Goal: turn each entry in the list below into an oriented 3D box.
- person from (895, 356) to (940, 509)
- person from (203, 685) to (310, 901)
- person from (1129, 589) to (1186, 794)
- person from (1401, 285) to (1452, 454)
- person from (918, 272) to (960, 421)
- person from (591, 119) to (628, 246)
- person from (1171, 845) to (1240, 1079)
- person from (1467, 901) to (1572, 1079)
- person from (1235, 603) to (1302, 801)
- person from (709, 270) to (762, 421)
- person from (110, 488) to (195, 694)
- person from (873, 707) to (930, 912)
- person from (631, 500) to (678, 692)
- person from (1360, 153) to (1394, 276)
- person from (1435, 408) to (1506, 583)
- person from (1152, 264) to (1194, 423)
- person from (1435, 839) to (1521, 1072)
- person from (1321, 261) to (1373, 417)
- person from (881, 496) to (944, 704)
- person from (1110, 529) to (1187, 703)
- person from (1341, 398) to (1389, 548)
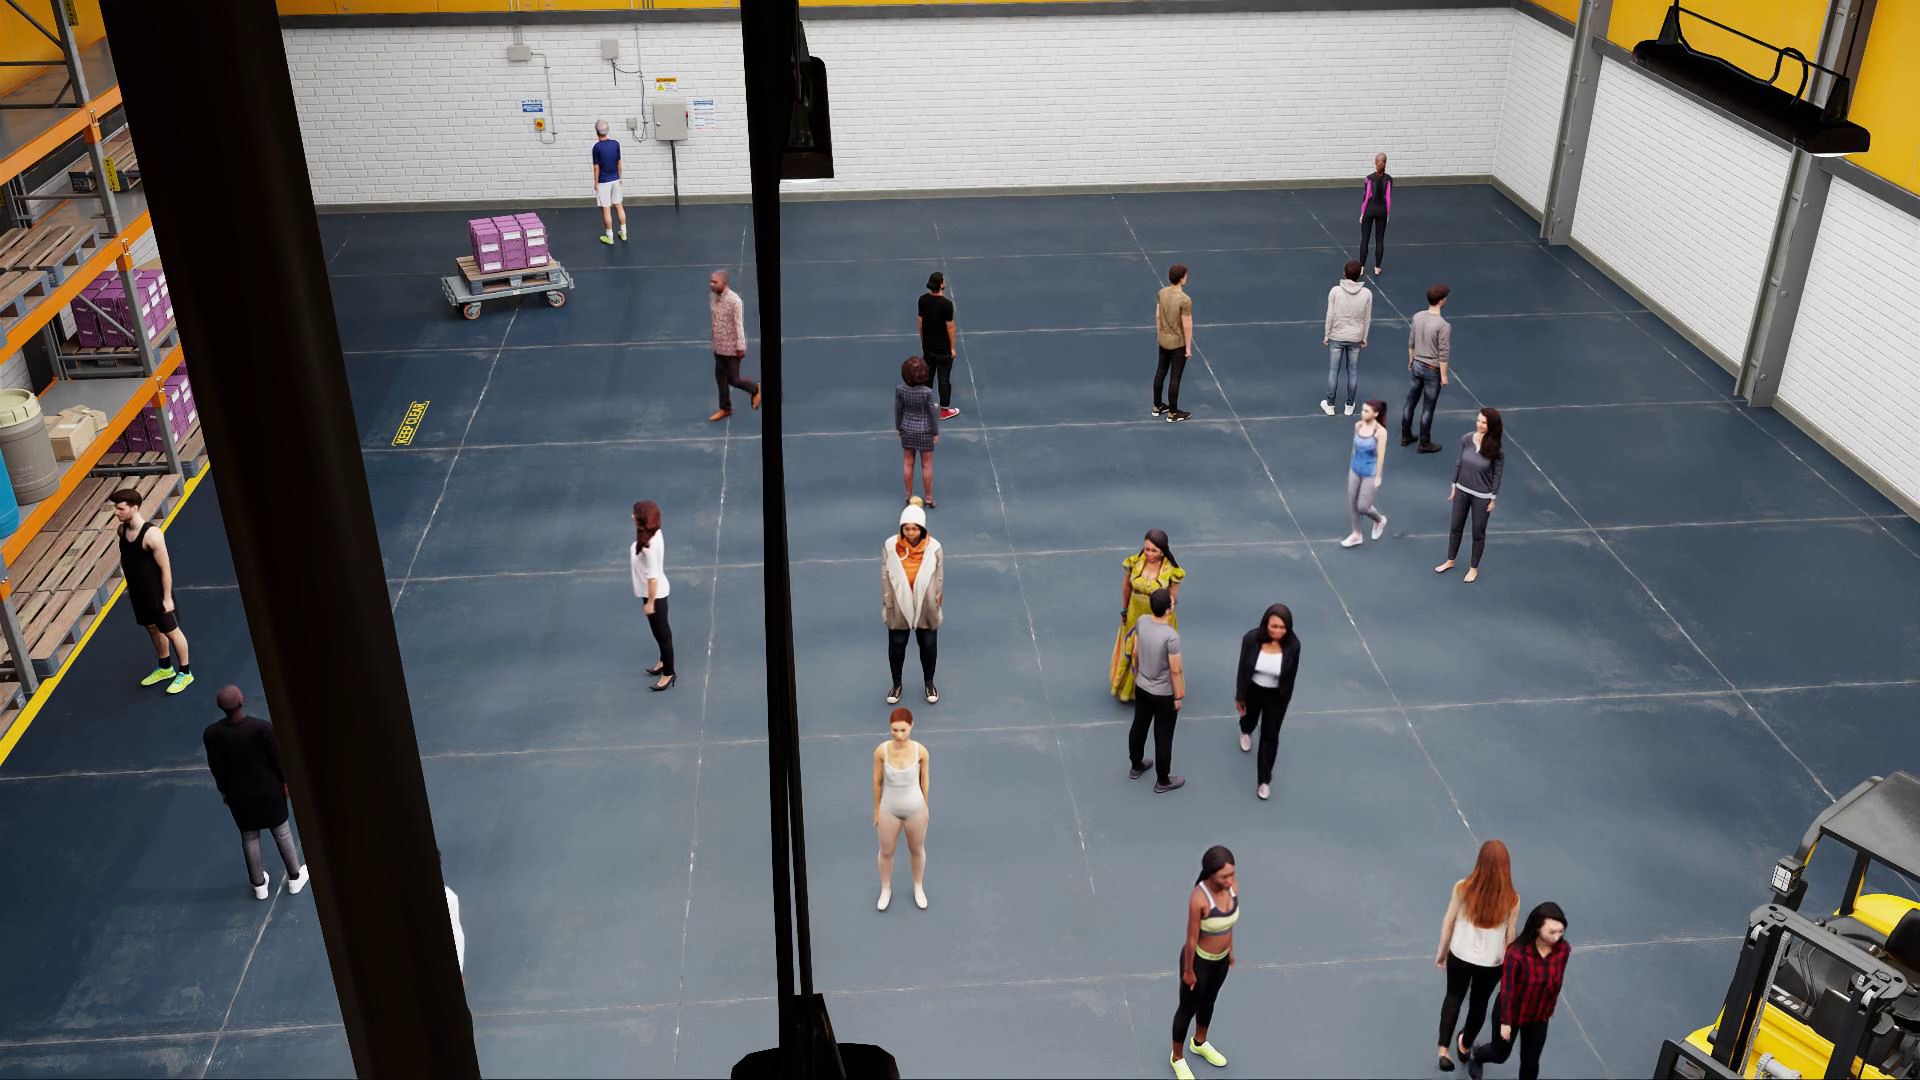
[{"bbox_3d":[-0.438,-1.095,17.138,0.694,1.702,0.685,9,30,17],"label":"person"},{"bbox_3d":[-5.012,1.783,11.801,0.664,1.761,0.582,-6,29,-10],"label":"person"},{"bbox_3d":[1.529,1.151,12.968,0.774,1.754,0.680,-22,35,-34],"label":"person"},{"bbox_3d":[5.162,-1.896,18.395,0.841,1.905,0.711,-18,33,-30],"label":"person"},{"bbox_3d":[-0.262,-2.250,19.197,0.725,1.759,0.761,17,33,28],"label":"person"},{"bbox_3d":[-5.252,-5.355,24.808,0.714,1.837,0.746,-24,37,-37],"label":"person"},{"bbox_3d":[1.520,2.597,10.317,0.639,1.753,0.655,-19,34,-31],"label":"person"},{"bbox_3d":[3.346,2.806,10.054,0.651,1.638,0.861,-8,30,-14],"label":"person"},{"bbox_3d":[2.383,1.167,13.117,0.802,1.581,1.149,5,29,8],"label":"person"},{"bbox_3d":[-2.618,-2.265,19.194,1.010,1.788,1.066,23,36,35],"label":"person"},{"bbox_3d":[-6.902,0.411,14.179,0.764,1.892,0.766,12,31,21],"label":"person"},{"bbox_3d":[-0.411,1.887,11.733,0.541,1.644,0.475,-2,29,-4],"label":"person"},{"bbox_3d":[-2.594,0.458,14.195,0.683,1.795,0.482,-5,29,-9],"label":"person"},{"bbox_3d":[5.875,-4.622,23.553,0.587,1.752,0.606,2,29,4],"label":"person"},{"bbox_3d":[4.920,-0.456,15.900,0.673,1.767,0.735,22,36,35],"label":"person"},{"bbox_3d":[2.447,-2.287,19.169,0.812,1.851,0.702,-21,35,-33],"label":"person"},{"bbox_3d":[3.182,2.646,10.279,0.810,1.704,0.929,14,32,24],"label":"person"},{"bbox_3d":[4.469,-2.342,19.267,0.687,1.853,0.596,1,29,2],"label":"person"},{"bbox_3d":[-0.395,0.505,14.010,0.683,1.890,0.659,-1,29,-1],"label":"person"},{"bbox_3d":[1.596,0.640,14.001,0.972,1.660,0.948,9,30,15],"label":"person"},{"bbox_3d":[4.063,-0.668,16.462,0.788,1.601,0.757,-16,33,-27],"label":"person"}]
